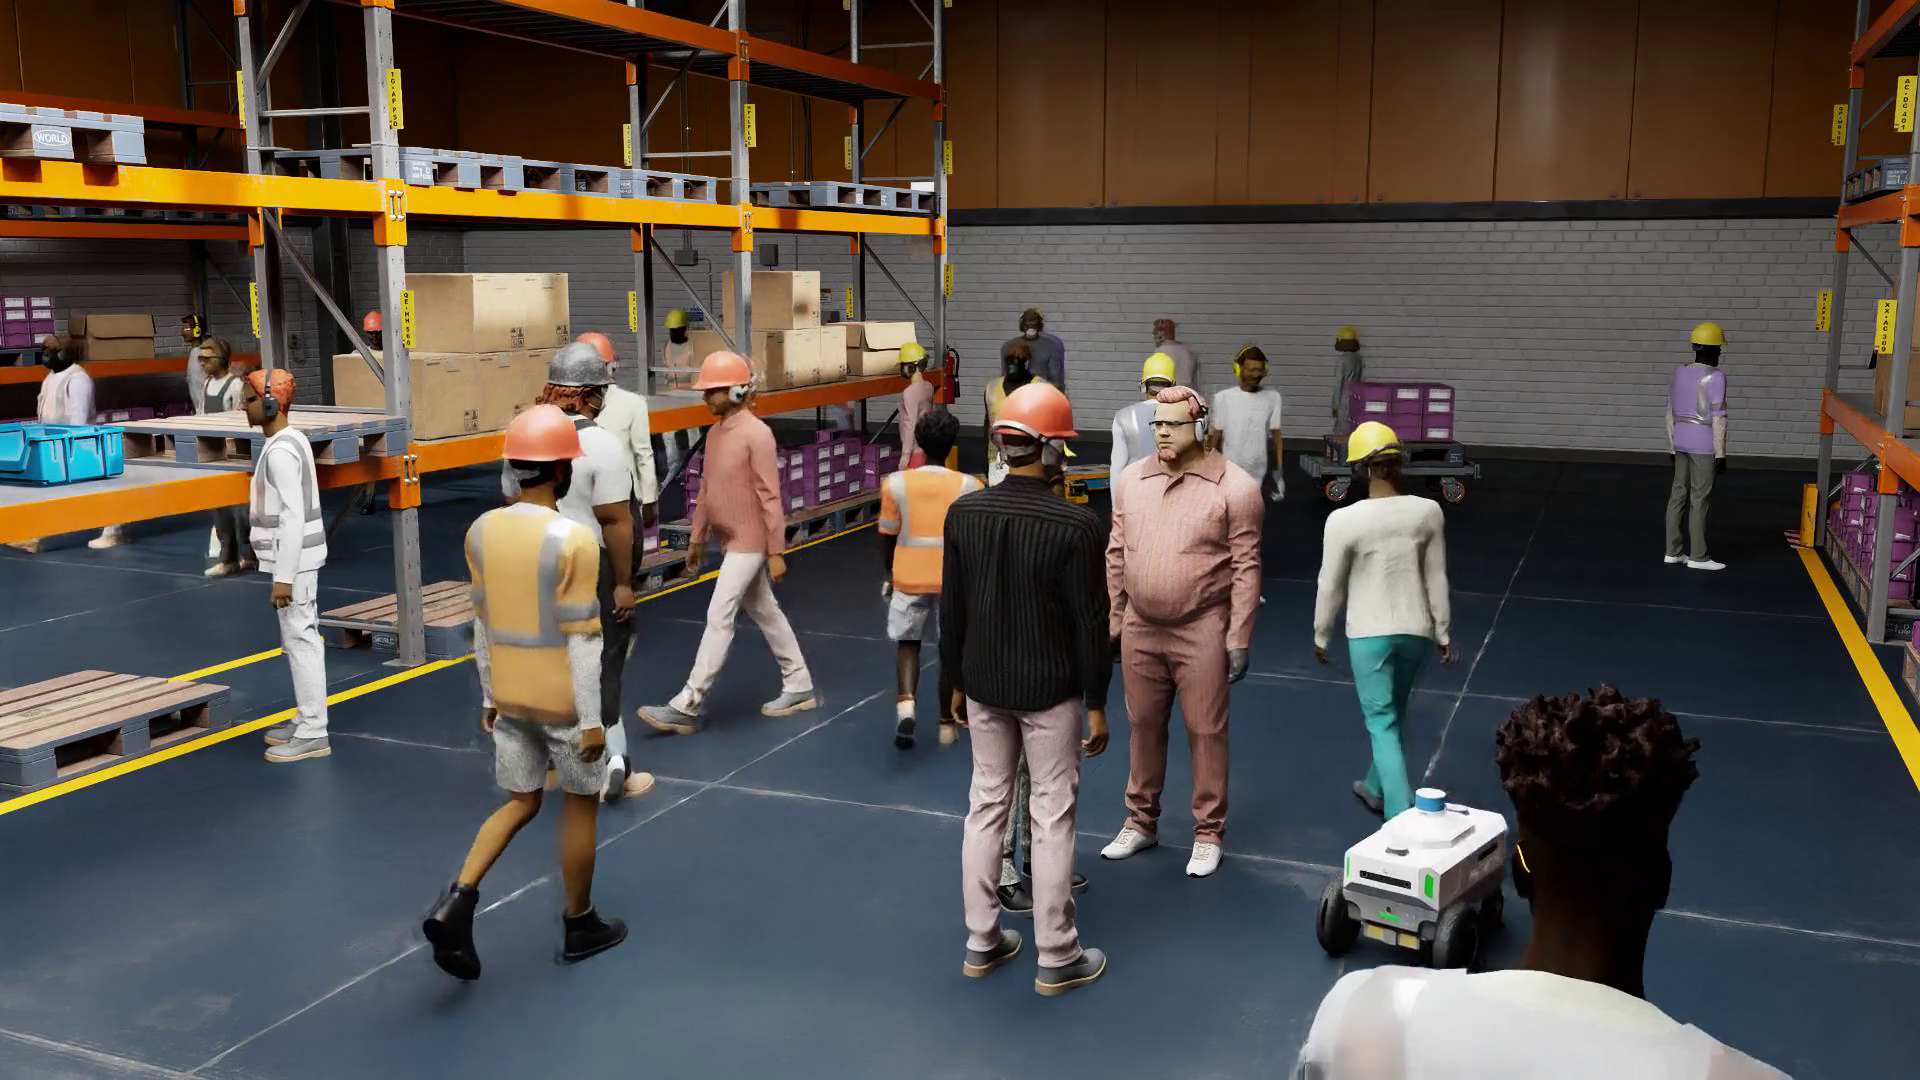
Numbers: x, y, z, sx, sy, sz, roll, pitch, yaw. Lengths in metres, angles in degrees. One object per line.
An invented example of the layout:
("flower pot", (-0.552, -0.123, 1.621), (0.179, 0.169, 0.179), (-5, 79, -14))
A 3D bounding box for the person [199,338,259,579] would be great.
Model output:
("person", (-5.657, -0.621, 12.678), (0.683, 1.822, 0.537), (-9, 13, -44))

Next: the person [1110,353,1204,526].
("person", (1.227, -0.245, 10.359), (0.600, 1.829, 0.404), (0, 9, 0))

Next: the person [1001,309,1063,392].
("person", (0.716, -1.362, 16.842), (0.632, 1.932, 0.381), (1, 9, 9))

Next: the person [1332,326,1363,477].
("person", (4.334, -1.506, 18.377), (0.816, 1.714, 0.491), (8, 12, 40))

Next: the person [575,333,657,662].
("person", (-2.152, -0.236, 9.880), (0.630, 1.976, 0.580), (3, 10, 15))

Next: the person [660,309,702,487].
("person", (-2.973, -1.501, 17.745), (0.581, 1.901, 0.575), (5, 10, 26))

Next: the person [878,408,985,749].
("person", (-0.129, 0.216, 7.998), (0.543, 1.684, 0.501), (1, 9, 4))

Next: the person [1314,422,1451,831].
("person", (1.708, 0.372, 6.907), (0.539, 1.721, 0.823), (-2, 10, -14))

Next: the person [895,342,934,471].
("person", (-0.363, -0.697, 13.296), (0.313, 1.768, 0.526), (3, 10, 16))

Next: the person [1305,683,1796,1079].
("person", (0.642, 1.119, 1.929), (0.627, 1.904, 1.059), (5, 11, 29))

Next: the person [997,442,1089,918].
("person", (0.273, 0.448, 6.144), (0.404, 1.837, 0.589), (7, 12, 38))

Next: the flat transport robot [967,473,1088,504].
("flat transport robot", (0.616, -0.524, 16.769), (0.652, 0.197, 1.431), (-6, 11, -31))

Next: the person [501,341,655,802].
("person", (-1.669, 0.131, 7.449), (0.684, 2.000, 0.535), (7, 11, 35))

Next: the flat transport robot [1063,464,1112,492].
("flat transport robot", (1.356, -0.650, 17.530), (1.431, 0.197, 0.652), (-6, 11, -31))

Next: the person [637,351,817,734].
("person", (-1.184, 0.005, 8.530), (1.038, 1.934, 0.650), (-5, 11, -29))

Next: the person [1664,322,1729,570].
("person", (5.774, -0.731, 13.012), (0.369, 1.928, 0.586), (-3, 10, -18))

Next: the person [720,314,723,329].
("person", (-2.569, -1.744, 19.399), (0.782, 1.845, 0.523), (-5, 11, -27))

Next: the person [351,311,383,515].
("person", (-5.512, -1.203, 15.837), (0.542, 1.939, 0.368), (-2, 10, -13))

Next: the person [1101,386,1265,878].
("person", (0.840, 0.353, 6.512), (0.651, 1.907, 0.409), (6, 11, 32))

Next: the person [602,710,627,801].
("person", (-1.707, 0.350, 7.413), (0.493, 1.603, 0.722), (-5, 11, -27))

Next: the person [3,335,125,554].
("person", (-7.419, -0.781, 13.723), (0.650, 1.789, 0.944), (7, 12, 37))

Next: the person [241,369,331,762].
("person", (-3.229, 0.120, 7.992), (0.358, 1.882, 0.574), (-3, 10, -19))

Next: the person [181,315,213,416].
("person", (-7.728, -1.347, 16.954), (0.335, 1.862, 0.521), (-7, 12, -37))

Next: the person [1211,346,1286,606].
("person", (2.028, -0.473, 11.828), (0.504, 1.815, 1.000), (-2, 10, -11))

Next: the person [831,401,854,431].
("person", (-1.301, -1.456, 18.014), (0.576, 1.734, 0.561), (-2, 10, -11))

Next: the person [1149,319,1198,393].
("person", (2.129, -1.287, 16.643), (0.687, 1.847, 1.025), (-7, 11, -35))

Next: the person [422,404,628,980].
("person", (-1.431, 0.520, 5.459), (0.543, 1.923, 0.728), (5, 11, 29))

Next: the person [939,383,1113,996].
("person", (0.230, 0.482, 5.465), (0.623, 1.989, 0.401), (6, 11, 34))

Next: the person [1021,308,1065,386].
("person", (0.834, -1.558, 18.091), (0.688, 1.904, 0.675), (-2, 10, -12))

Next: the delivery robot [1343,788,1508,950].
("delivery robot", (1.619, 1.104, 5.757), (0.477, 0.478, 0.707), (7, 12, 38))

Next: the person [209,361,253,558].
("person", (-5.854, -0.665, 13.635), (0.509, 1.588, 0.842), (7, 12, 38))

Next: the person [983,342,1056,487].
("person", (0.473, -0.601, 12.619), (0.637, 1.805, 0.939), (4, 10, 23))
